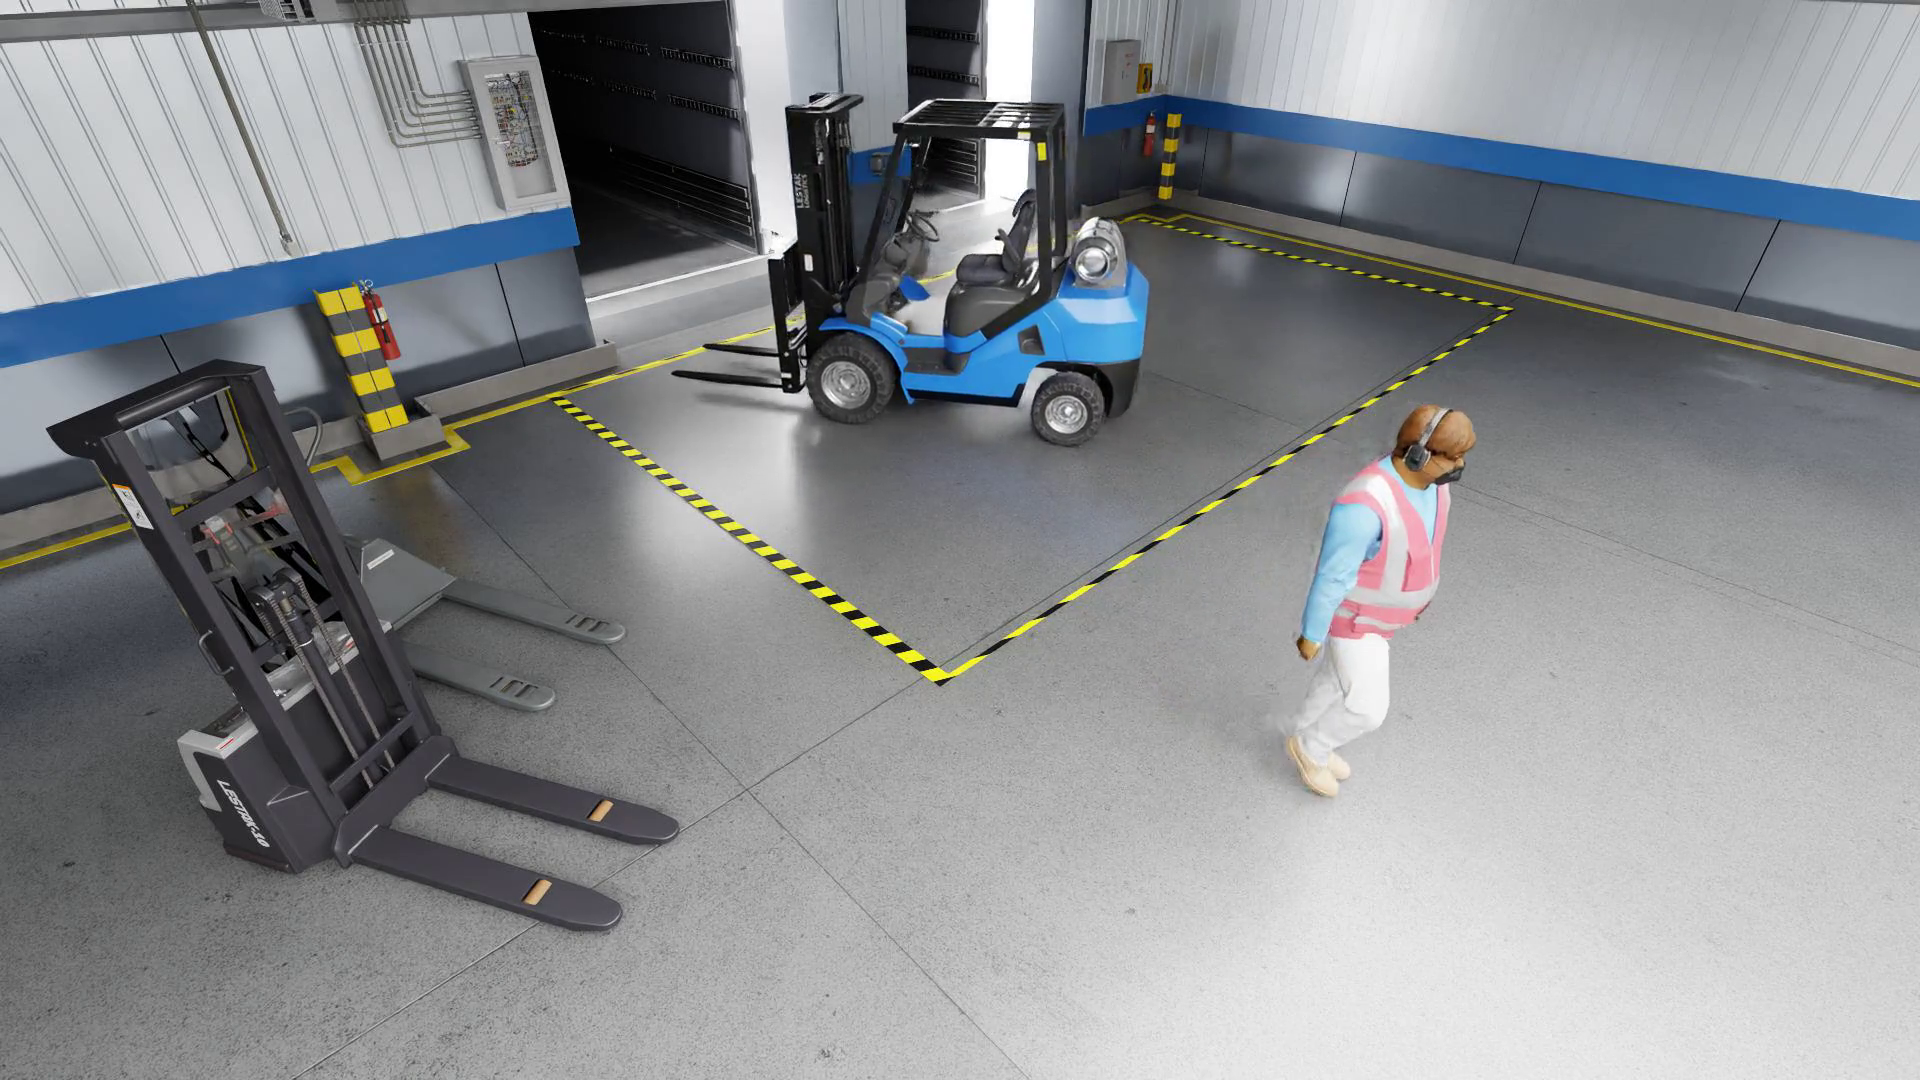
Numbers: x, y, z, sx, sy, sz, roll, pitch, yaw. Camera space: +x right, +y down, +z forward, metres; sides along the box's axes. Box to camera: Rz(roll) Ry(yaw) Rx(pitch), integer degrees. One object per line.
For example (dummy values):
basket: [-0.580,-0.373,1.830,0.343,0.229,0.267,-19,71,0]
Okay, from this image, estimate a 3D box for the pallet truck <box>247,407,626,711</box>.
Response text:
pallet truck: [-2.628,0.038,4.590,1.601,1.201,0.680,12,36,18]

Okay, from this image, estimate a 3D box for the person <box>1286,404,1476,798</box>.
person: [1.647,0.293,3.690,0.648,1.826,0.460,-27,43,-34]

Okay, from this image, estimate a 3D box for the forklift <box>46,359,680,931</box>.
forklift: [-2.135,0.422,3.354,1.885,1.965,0.823,10,35,14]

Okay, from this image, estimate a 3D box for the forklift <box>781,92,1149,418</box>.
forklift: [0.055,-2.104,6.750,2.680,2.036,1.157,7,35,9]
